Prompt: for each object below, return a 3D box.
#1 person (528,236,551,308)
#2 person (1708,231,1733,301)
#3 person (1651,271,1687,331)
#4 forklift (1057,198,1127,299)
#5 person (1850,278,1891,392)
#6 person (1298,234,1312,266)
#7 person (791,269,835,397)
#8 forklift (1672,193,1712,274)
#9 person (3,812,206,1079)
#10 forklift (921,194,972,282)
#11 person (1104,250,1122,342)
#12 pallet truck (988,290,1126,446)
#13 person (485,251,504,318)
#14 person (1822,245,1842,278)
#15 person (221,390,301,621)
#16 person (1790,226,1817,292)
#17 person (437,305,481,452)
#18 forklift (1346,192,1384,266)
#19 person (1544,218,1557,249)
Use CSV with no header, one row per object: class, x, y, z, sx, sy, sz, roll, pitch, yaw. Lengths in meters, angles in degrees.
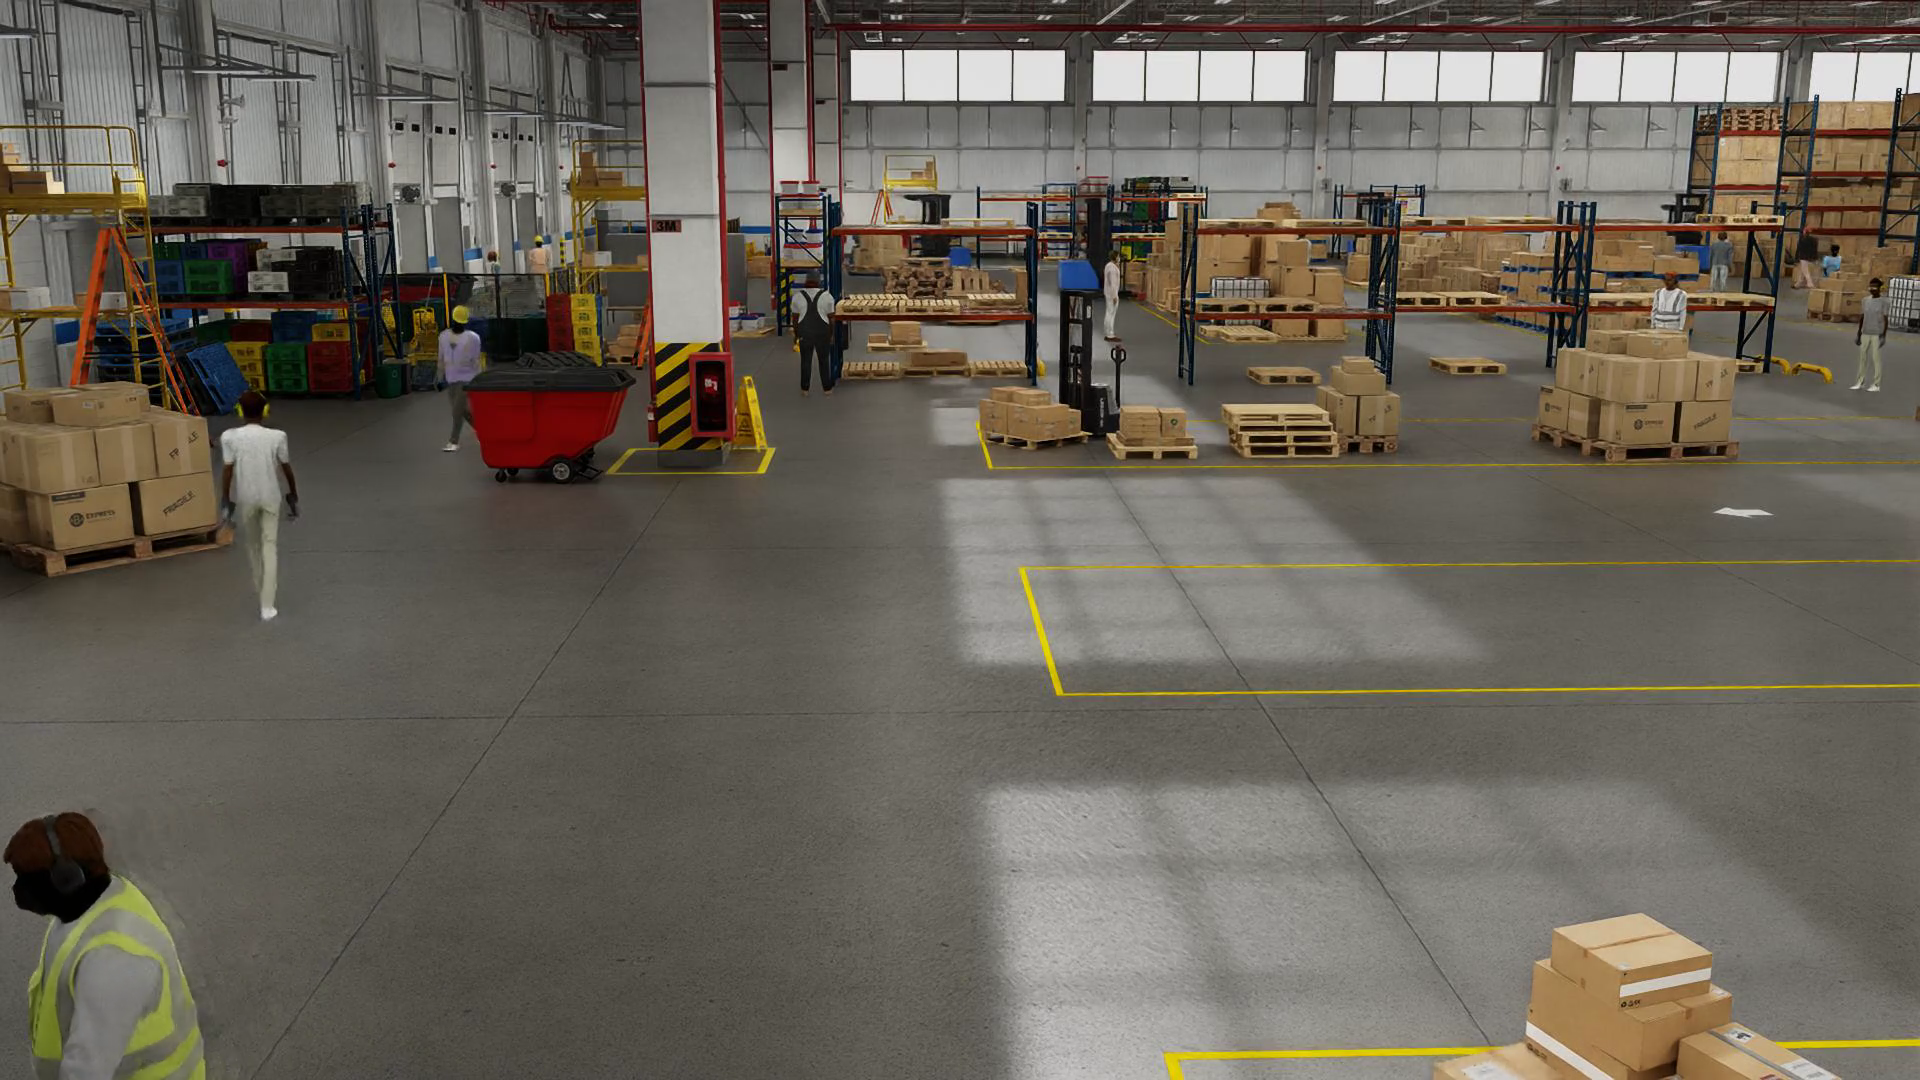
person,-11.054,-7.061,43.849,0.594,1.905,0.793,-6,14,-24
person,21.094,-7.597,46.166,0.629,1.940,0.373,9,15,34
person,12.117,-3.658,28.506,0.359,1.883,0.573,-11,17,-42
forklift,3.726,-8.210,46.788,1.873,2.768,1.129,0,12,-2
person,14.918,-3.356,27.211,0.323,1.860,0.507,-7,14,-27
person,9.721,-7.869,47.396,0.637,1.936,0.355,-8,15,-33
person,-2.334,-3.314,26.596,0.684,2.000,0.535,0,12,1
forklift,24.797,-10.394,56.649,1.129,2.768,1.873,0,12,-2
person,-2.490,1.644,4.792,0.993,1.780,0.623,-10,16,-37
forklift,-0.640,-9.882,54.339,1.873,2.768,1.129,-7,14,-28
person,3.225,-5.157,35.148,0.359,1.937,0.635,-1,13,-5
pallet truck,1.257,-2.299,22.111,1.885,1.965,0.823,-9,15,-35
person,-11.476,-6.267,40.872,0.523,1.632,0.313,11,16,40
person,22.888,-6.896,43.608,0.587,1.662,0.715,-3,13,-11
person,-5.672,-0.311,13.529,0.560,1.816,0.969,-4,13,-16
person,25.439,-8.438,49.961,0.624,1.951,1.053,-3,13,-15
person,-6.447,-2.117,21.557,0.628,1.882,0.814,4,13,17
forklift,14.687,-11.098,59.826,1.129,2.768,1.873,0,12,-2
person,21.453,-10.729,60.416,0.338,1.890,0.724,-5,13,-21
